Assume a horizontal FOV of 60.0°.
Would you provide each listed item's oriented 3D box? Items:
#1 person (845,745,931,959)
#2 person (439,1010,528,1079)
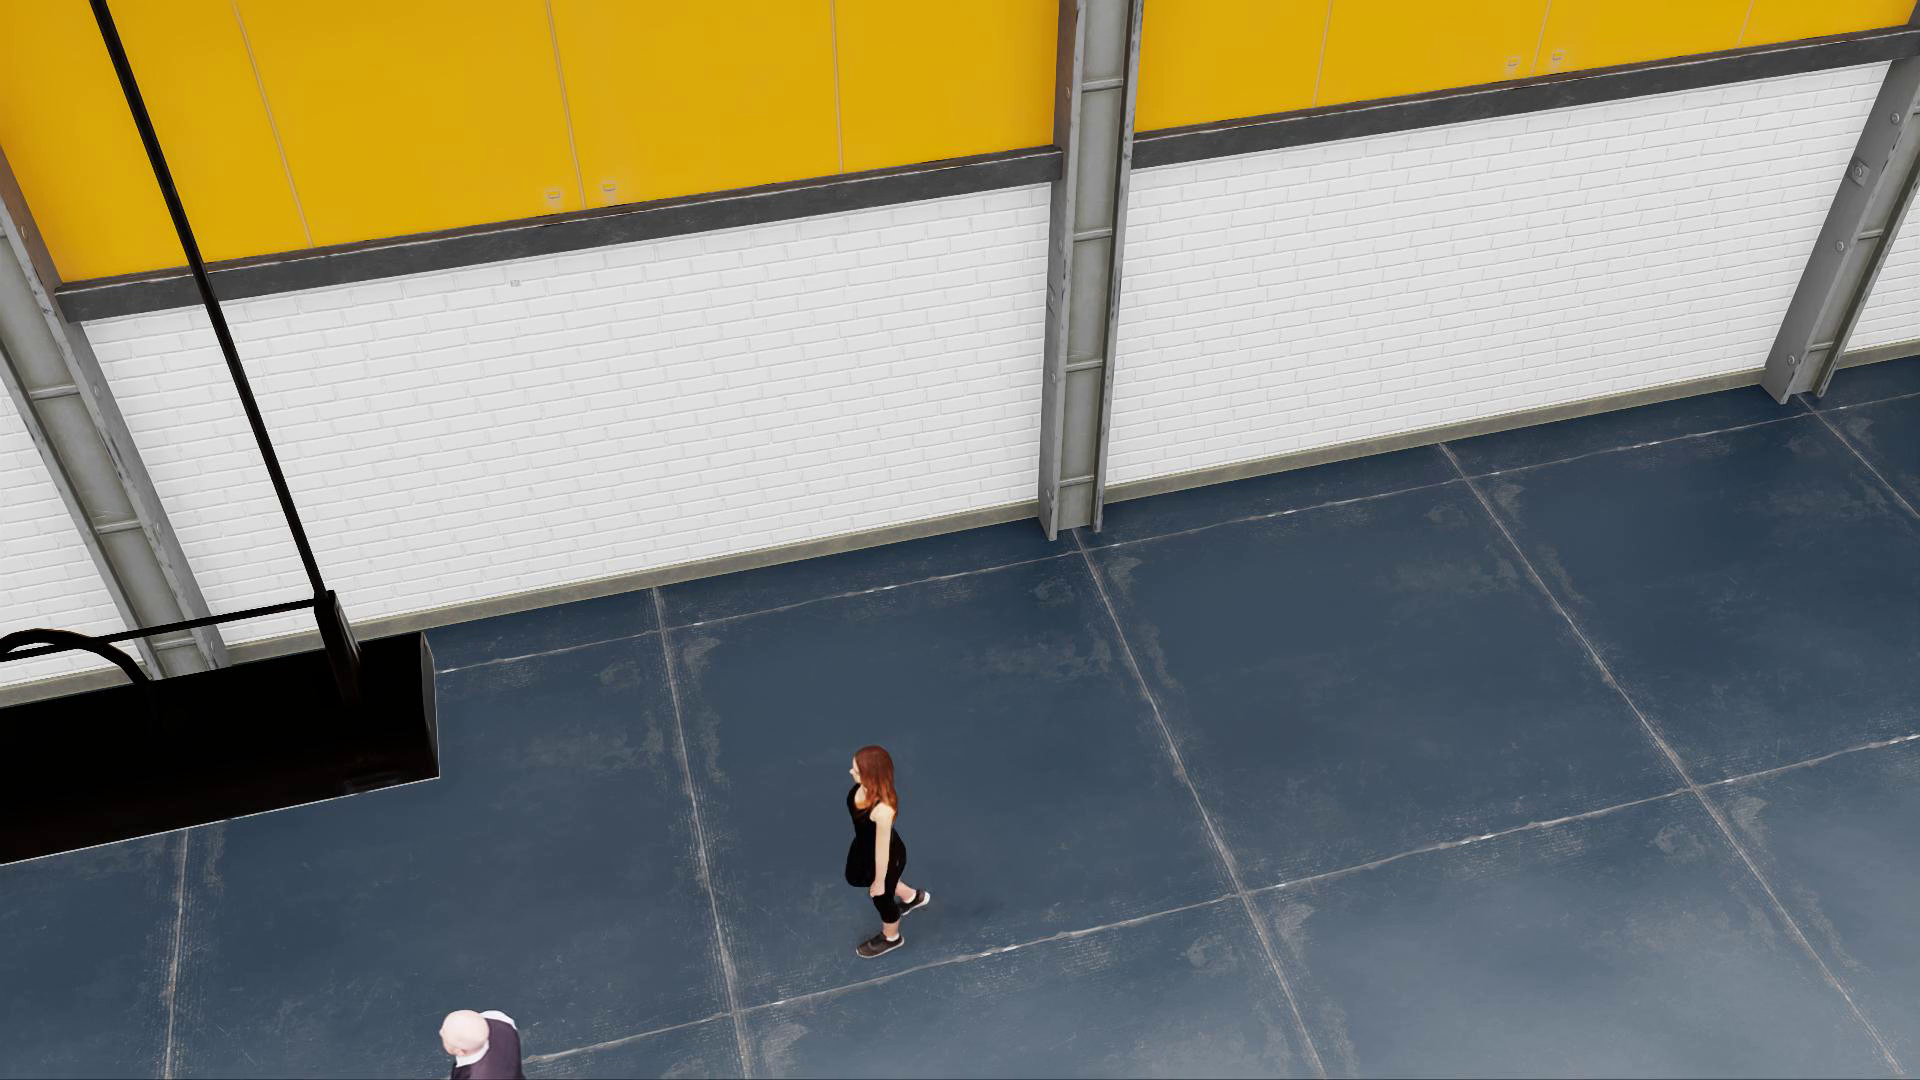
[{"bbox_3d":[-0.346,1.665,8.927,0.714,1.716,0.600,-14,45,-14],"label":"person"},{"bbox_3d":[-2.133,2.713,7.750,0.663,1.823,0.743,-1,44,-1],"label":"person"}]
